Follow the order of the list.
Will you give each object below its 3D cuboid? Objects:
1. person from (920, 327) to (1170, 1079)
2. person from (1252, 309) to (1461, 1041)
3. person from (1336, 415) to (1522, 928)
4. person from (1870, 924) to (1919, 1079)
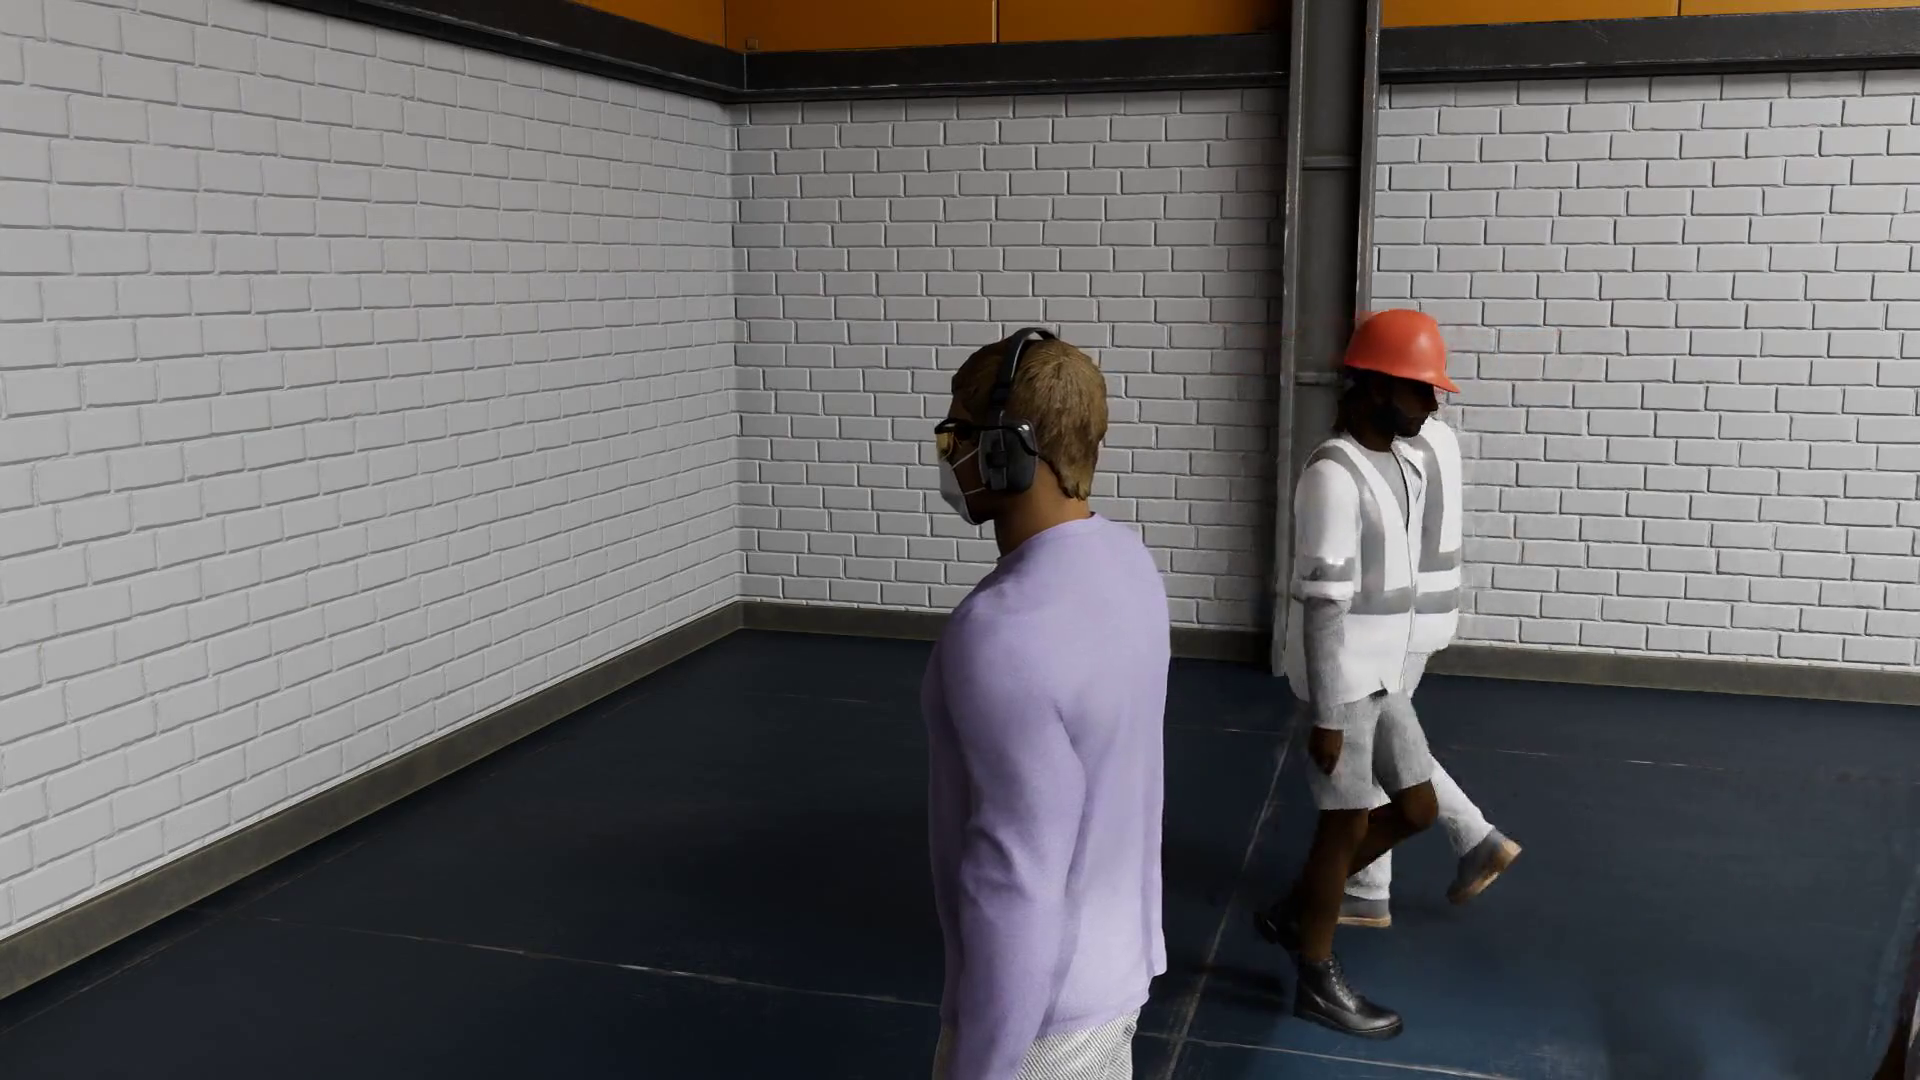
[{"bbox_3d":[0.115,0.665,2.435,0.356,1.938,0.638,3,10,20],"label":"person"},{"bbox_3d":[1.053,0.362,4.348,0.423,1.916,0.573,6,11,32],"label":"person"},{"bbox_3d":[1.356,0.279,5.007,0.556,1.865,0.593,5,11,28],"label":"person"},{"bbox_3d":[1.121,0.864,1.570,0.843,1.822,0.536,0,9,0],"label":"person"}]
